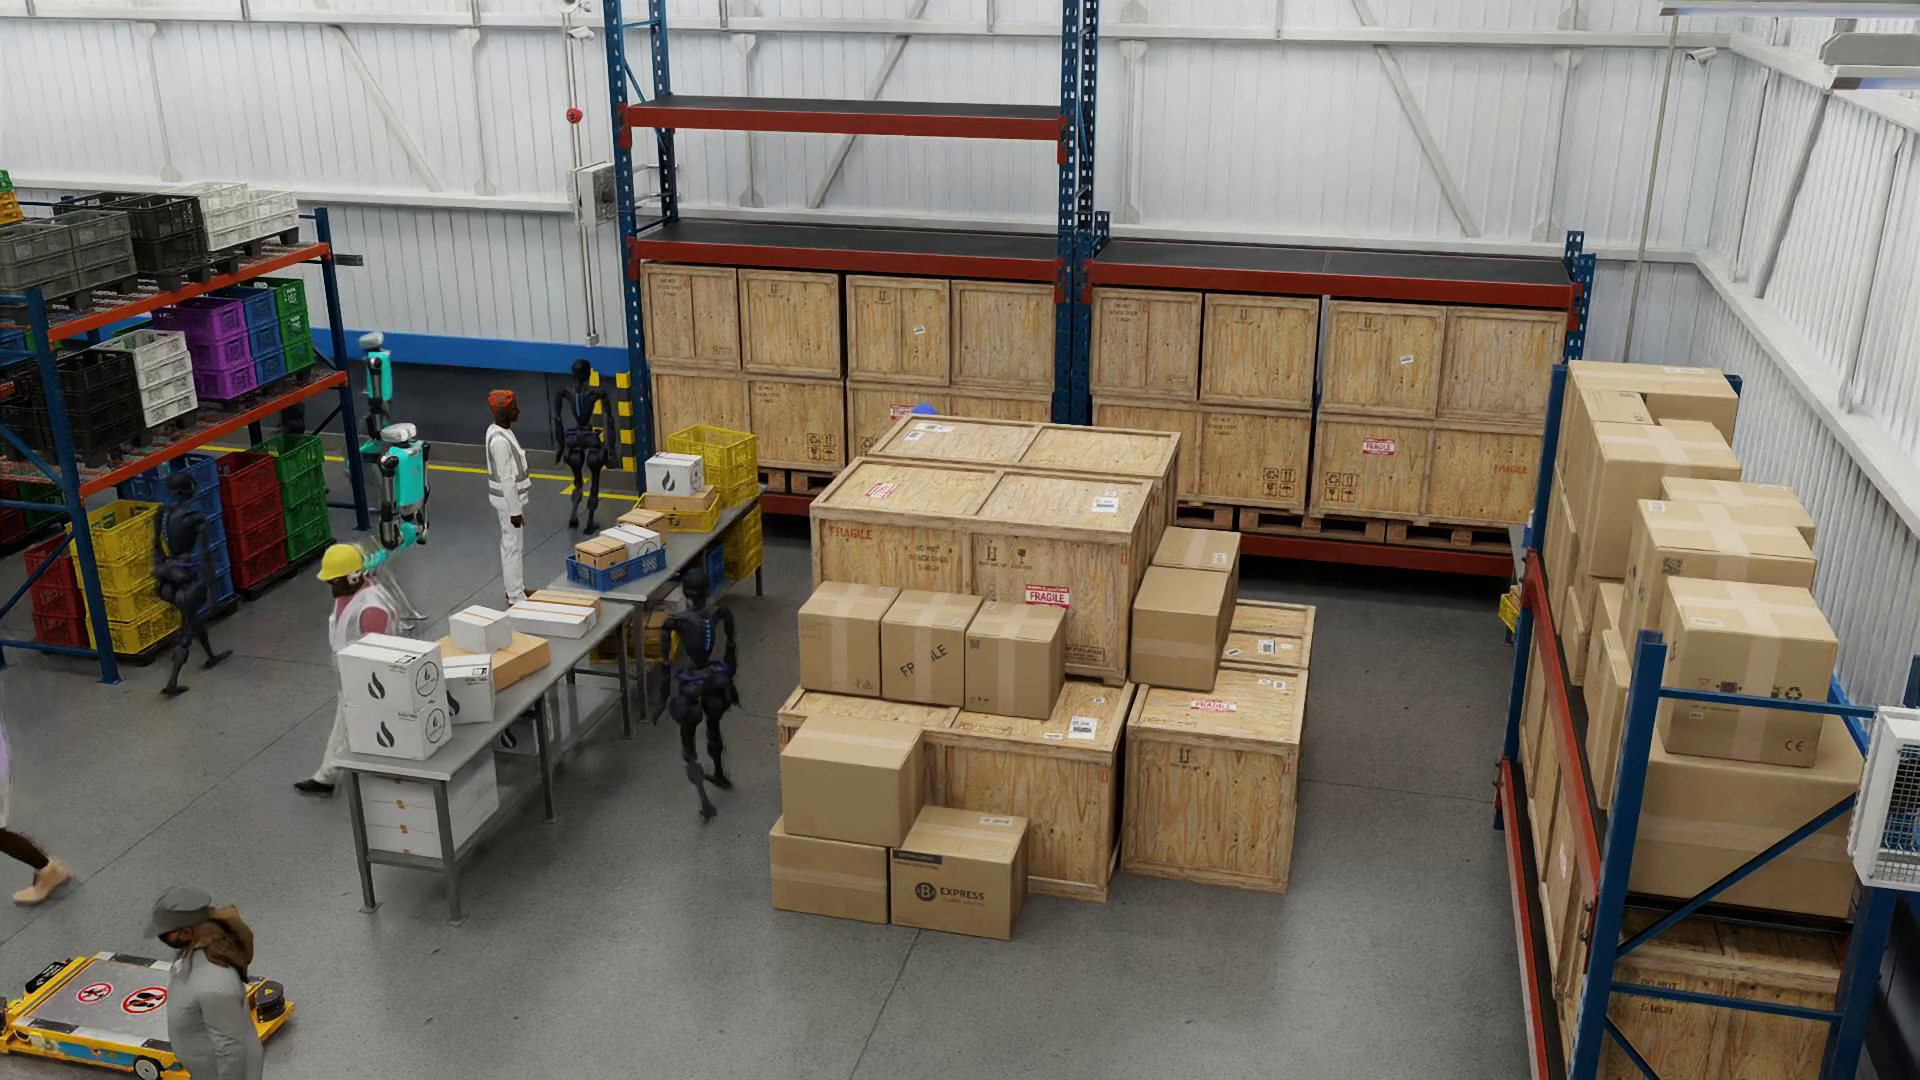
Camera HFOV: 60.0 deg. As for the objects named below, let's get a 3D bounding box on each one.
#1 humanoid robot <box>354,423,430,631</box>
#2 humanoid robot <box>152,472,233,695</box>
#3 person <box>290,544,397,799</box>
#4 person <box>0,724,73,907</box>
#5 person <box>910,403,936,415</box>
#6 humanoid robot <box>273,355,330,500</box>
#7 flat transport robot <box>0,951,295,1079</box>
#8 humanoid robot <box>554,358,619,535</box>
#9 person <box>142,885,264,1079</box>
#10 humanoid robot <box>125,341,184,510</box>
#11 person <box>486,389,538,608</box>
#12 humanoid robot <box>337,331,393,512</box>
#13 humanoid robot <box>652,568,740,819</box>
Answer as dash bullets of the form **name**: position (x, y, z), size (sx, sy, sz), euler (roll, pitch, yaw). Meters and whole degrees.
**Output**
- **humanoid robot**: position (-4.538, -0.121, 13.167), size (0.725, 1.693, 0.531), euler (7, 22, 17)
- **humanoid robot**: position (-5.784, 0.303, 12.335), size (0.612, 1.622, 0.766), euler (10, 23, 23)
- **person**: position (-3.872, 0.852, 10.708), size (0.951, 1.767, 0.603), euler (-16, 26, -35)
- **person**: position (-5.549, 1.259, 9.342), size (0.617, 2.004, 0.661), euler (10, 23, 23)
- **person**: position (-0.257, -0.125, 13.045), size (0.605, 1.935, 0.410), euler (-4, 21, -11)
- **humanoid robot**: position (-6.479, -1.180, 16.154), size (0.423, 1.637, 0.612), euler (-8, 22, -20)
- **flat transport robot**: position (-4.270, 2.464, 8.601), size (1.431, 0.231, 0.659), euler (5, 22, 13)
- **humanoid robot**: position (-3.456, -0.863, 15.336), size (0.610, 1.640, 0.360), euler (2, 21, 4)
- **person**: position (-3.151, 2.233, 7.109), size (0.408, 1.761, 0.571), euler (-13, 24, -30)
- **humanoid robot**: position (-7.482, -0.861, 15.323), size (0.557, 1.833, 0.886), euler (-5, 21, -13)
- **person**: position (-3.666, -0.317, 13.615), size (0.356, 1.882, 0.574), euler (-7, 22, -17)
- **humanoid robot**: position (-5.663, -1.064, 15.796), size (0.665, 1.813, 0.559), euler (-3, 21, -8)
- **humanoid robot**: position (-1.675, 0.966, 10.616), size (0.611, 1.641, 0.618), euler (-17, 27, -37)
